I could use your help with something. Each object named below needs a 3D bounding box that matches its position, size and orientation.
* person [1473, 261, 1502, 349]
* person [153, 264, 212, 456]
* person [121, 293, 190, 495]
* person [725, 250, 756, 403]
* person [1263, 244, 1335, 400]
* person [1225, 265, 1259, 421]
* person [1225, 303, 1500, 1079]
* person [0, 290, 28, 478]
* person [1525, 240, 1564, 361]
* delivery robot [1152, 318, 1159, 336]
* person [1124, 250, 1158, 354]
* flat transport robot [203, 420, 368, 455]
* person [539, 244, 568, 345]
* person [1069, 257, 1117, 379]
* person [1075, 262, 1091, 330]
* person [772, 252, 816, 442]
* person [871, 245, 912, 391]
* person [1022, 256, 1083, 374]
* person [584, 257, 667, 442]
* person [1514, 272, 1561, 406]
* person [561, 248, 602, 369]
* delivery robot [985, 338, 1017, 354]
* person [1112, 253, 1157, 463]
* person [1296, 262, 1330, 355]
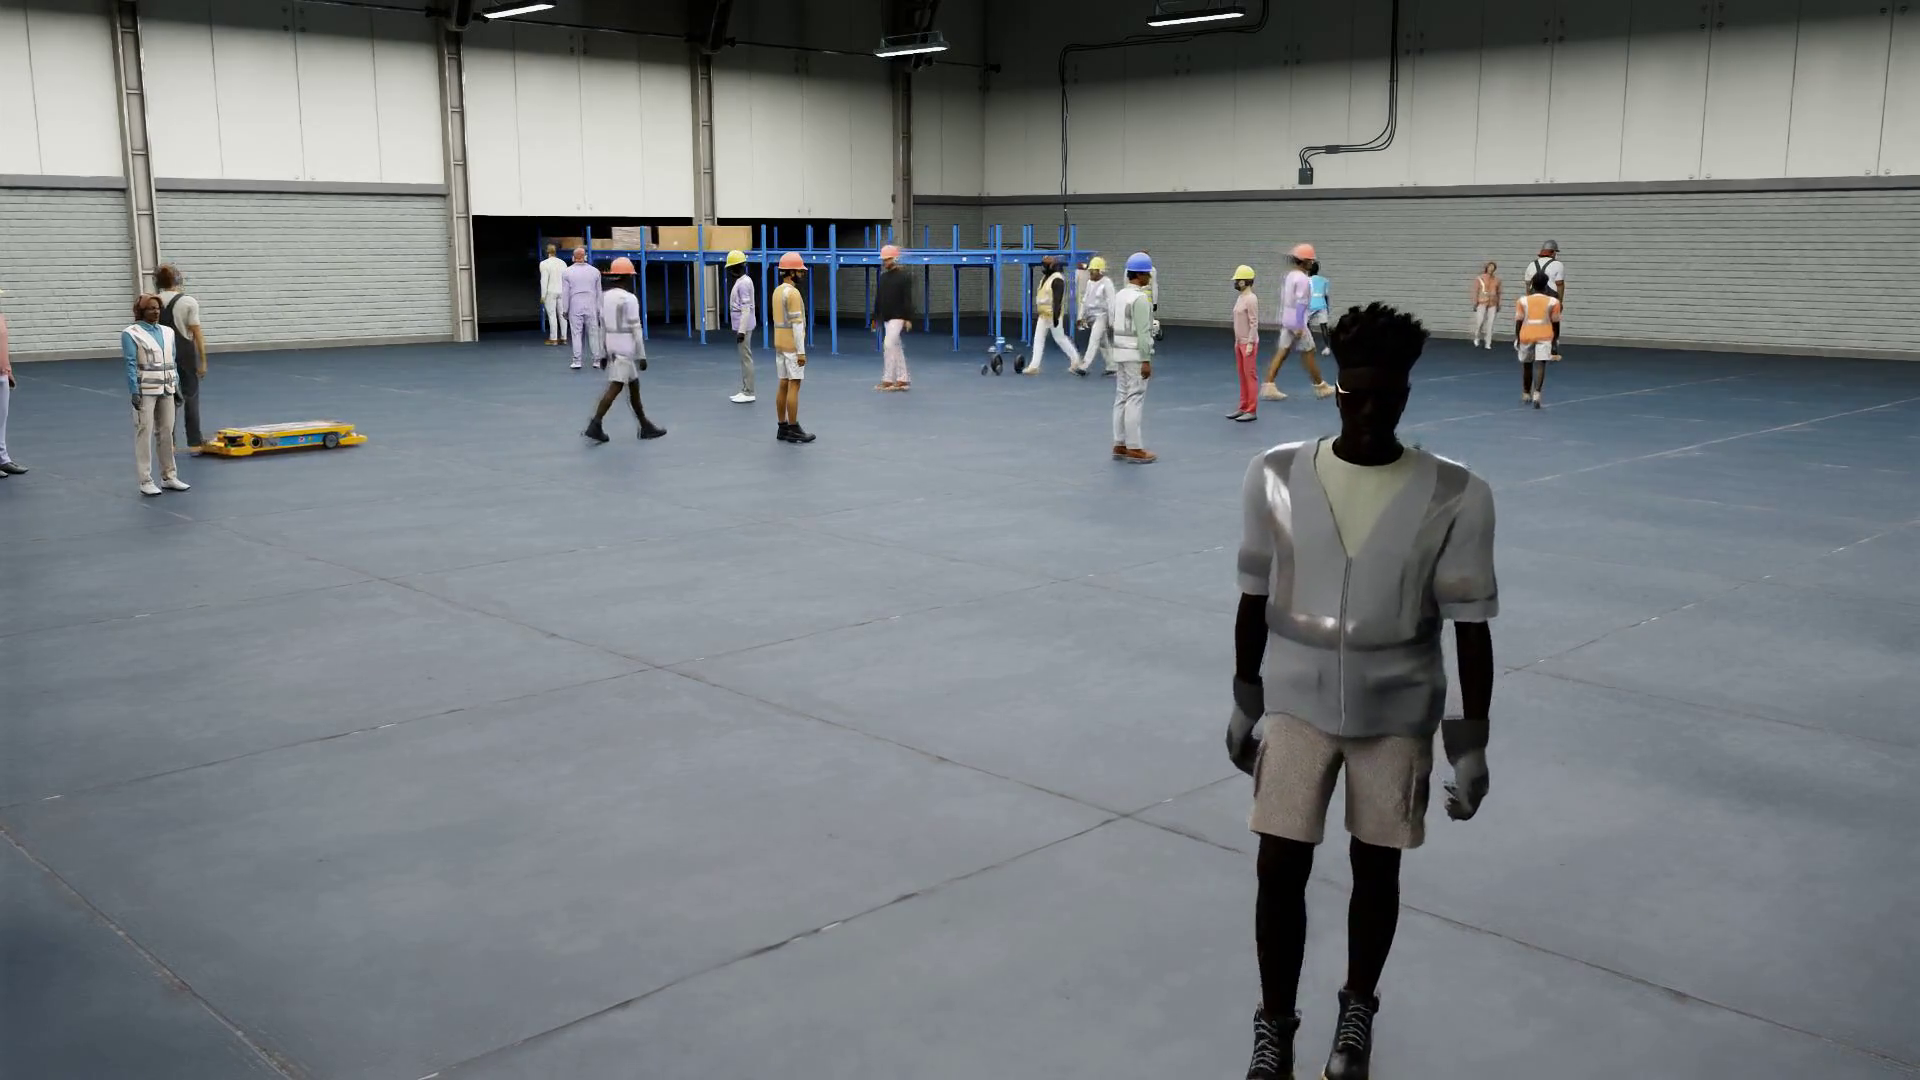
[{"bbox_3d":[9.824,-4.370,30.962,0.533,1.626,0.365,0,10,1],"label":"person"},{"bbox_3d":[-7.535,-1.719,15.987,0.571,1.826,0.419,-1,10,-4],"label":"person"},{"bbox_3d":[-6.634,-1.204,13.689,0.307,1.641,0.514,4,11,19],"label":"person"},{"bbox_3d":[-2.783,-2.711,21.147,0.381,1.917,0.585,-2,11,-8],"label":"person"},{"bbox_3d":[4.394,-2.792,21.390,1.051,1.984,0.630,-2,11,-10],"label":"person"},{"bbox_3d":[3.252,-2.250,19.045,0.330,1.768,0.526,-1,10,-8],"label":"person"},{"bbox_3d":[0.912,0.437,3.900,0.644,1.939,0.661,4,11,20],"label":"person"},{"bbox_3d":[-8.511,-1.442,14.641,0.309,1.769,0.524,0,10,0],"label":"person"},{"bbox_3d":[9.990,-4.064,28.303,0.537,2.000,0.675,-8,13,-39],"label":"person"},{"bbox_3d":[3.790,-4.370,33.775,0.477,0.478,0.707,-2,11,-12],"label":"delivery robot"},{"bbox_3d":[3.254,-4.264,29.822,0.634,1.841,0.429,5,12,26],"label":"person"},{"bbox_3d":[-6.741,-1.031,16.596,0.652,0.197,1.431,9,14,40],"label":"flat transport robot"},{"bbox_3d":[-7.867,-4.748,32.198,0.369,1.938,0.630,8,13,36],"label":"person"},{"bbox_3d":[2.001,-3.284,24.647,0.945,1.778,0.608,-5,12,-25],"label":"person"},{"bbox_3d":[2.780,-5.506,37.207,0.520,1.618,0.370,-4,11,-21],"label":"person"},{"bbox_3d":[-1.730,-1.993,17.175,0.359,1.938,0.545,-6,12,-29],"label":"person"},{"bbox_3d":[-1.014,-3.024,22.712,0.810,1.962,0.642,-8,13,-37],"label":"person"},{"bbox_3d":[1.454,-3.459,25.546,0.927,1.809,0.640,-4,11,-19],"label":"person"},{"bbox_3d":[-3.506,-1.964,17.163,1.013,1.893,0.556,-9,14,-42],"label":"person"},{"bbox_3d":[7.201,-2.510,20.765,0.541,1.658,0.868,4,11,22],"label":"person"},{"bbox_3d":[-6.031,-3.691,26.527,0.646,1.904,0.401,-5,11,-24],"label":"person"},{"bbox_3d":[0.634,-3.003,25.607,0.335,0.223,0.698,6,12,30],"label":"delivery robot"},{"bbox_3d":[1.645,-1.718,15.649,0.404,1.945,0.615,-3,11,-17],"label":"person"},{"bbox_3d":[6.294,-4.123,29.640,0.544,1.625,0.885,-4,11,-20],"label":"person"}]
